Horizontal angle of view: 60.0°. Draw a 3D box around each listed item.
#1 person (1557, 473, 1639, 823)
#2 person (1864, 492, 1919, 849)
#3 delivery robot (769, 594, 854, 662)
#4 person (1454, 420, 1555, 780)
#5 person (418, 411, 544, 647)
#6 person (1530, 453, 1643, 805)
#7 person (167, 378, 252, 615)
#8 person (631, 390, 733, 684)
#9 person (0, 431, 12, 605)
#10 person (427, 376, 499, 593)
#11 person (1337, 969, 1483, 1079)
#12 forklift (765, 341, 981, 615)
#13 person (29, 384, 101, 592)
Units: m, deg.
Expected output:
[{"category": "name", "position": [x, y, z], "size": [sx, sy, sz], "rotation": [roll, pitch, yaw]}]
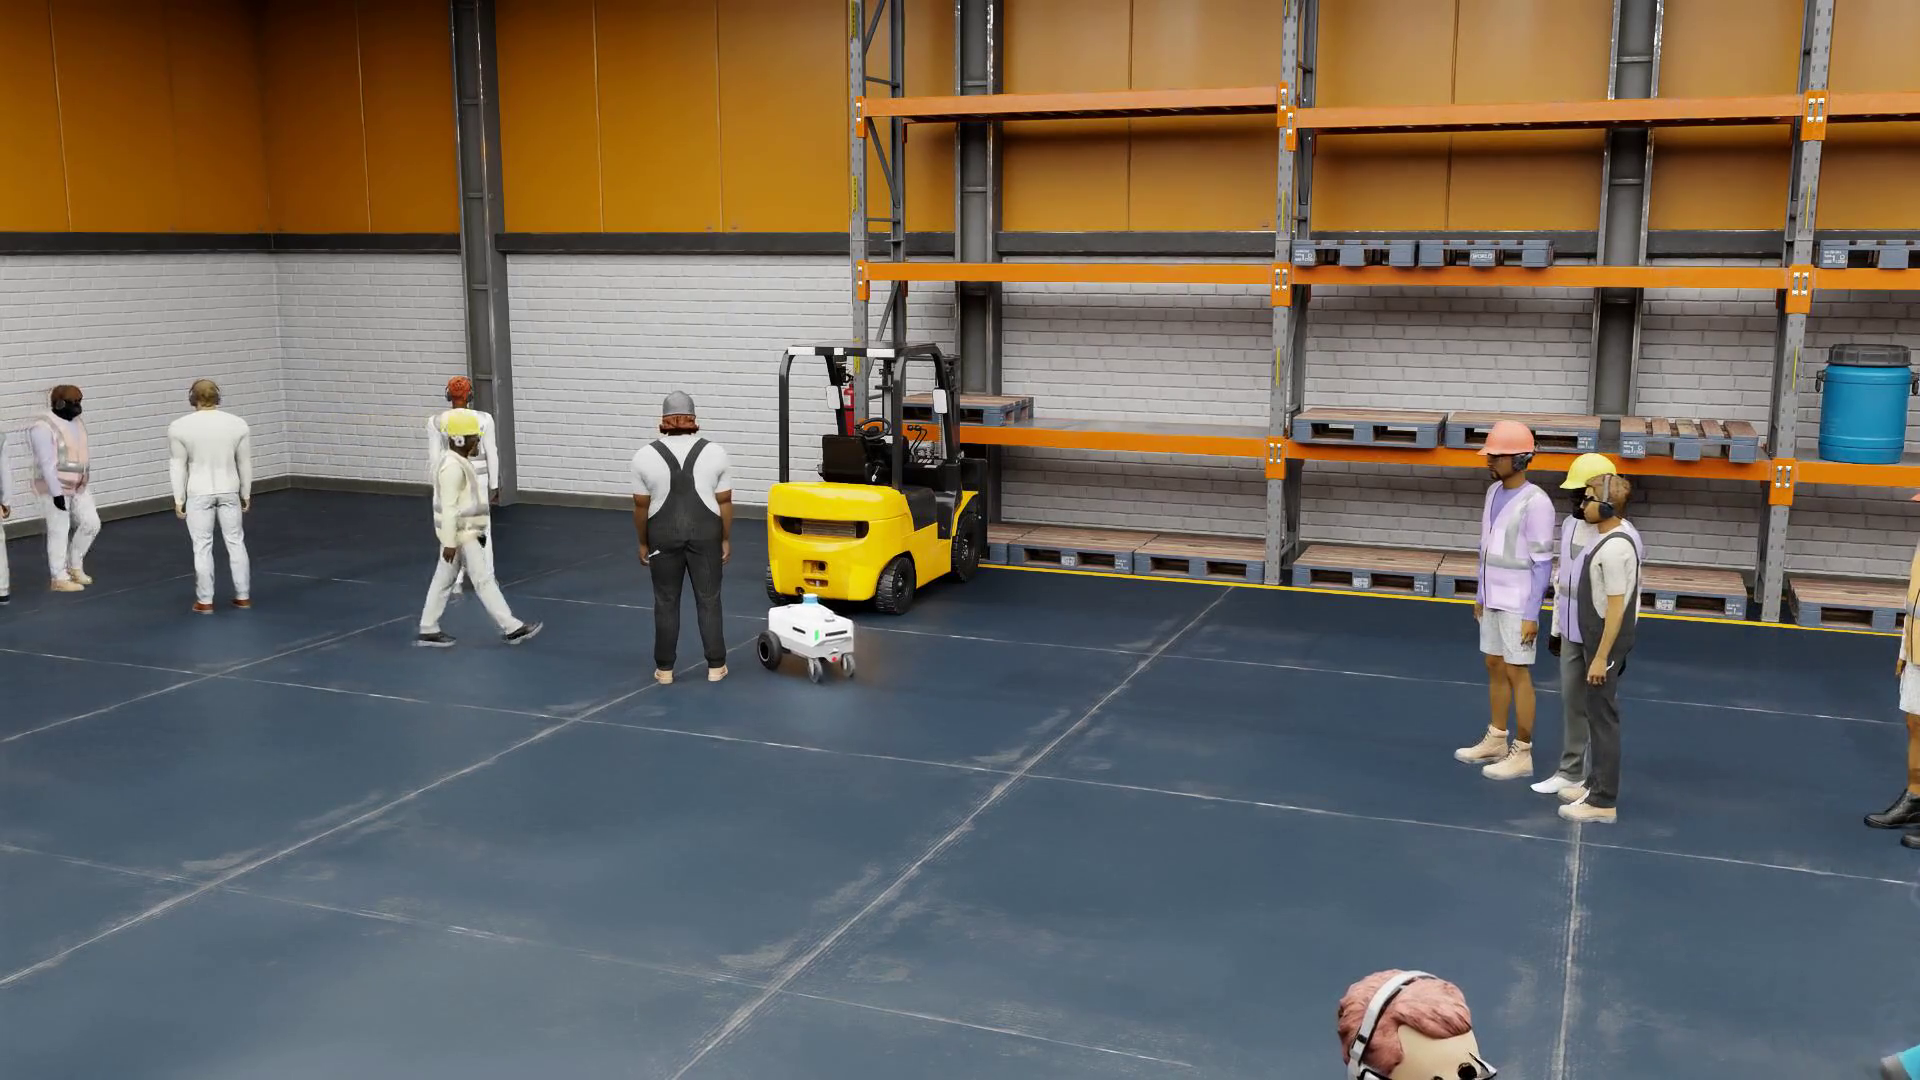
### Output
[{"category": "person", "position": [3.363, 0.563, 8.729], "size": [0.331, 1.844, 0.521], "rotation": [4, 11, 21]}, {"category": "person", "position": [4.897, 0.583, 8.358], "size": [0.361, 1.938, 0.546], "rotation": [-1, 10, -4]}, {"category": "delivery robot", "position": [-1.052, 0.622, 11.732], "size": [0.477, 0.478, 0.707], "rotation": [-7, 12, -35]}, {"category": "person", "position": [3.082, 0.338, 9.431], "size": [0.391, 2.041, 0.615], "rotation": [-2, 10, -11]}, {"category": "person", "position": [-3.655, -0.074, 12.437], "size": [0.944, 1.778, 0.618], "rotation": [-3, 11, -14]}, {"category": "person", "position": [3.354, 0.491, 8.899], "size": [0.384, 1.925, 0.593], "rotation": [-3, 11, -17]}, {"category": "person", "position": [-6.129, -0.358, 13.644], "size": [0.624, 1.930, 0.369], "rotation": [-8, 13, -38]}, {"category": "person", "position": [-1.909, -0.030, 11.485], "size": [0.679, 2.000, 0.537], "rotation": [-2, 10, -10]}, {"category": "person", "position": [-8.193, -0.335, 13.799], "size": [0.404, 1.826, 0.593], "rotation": [9, 14, 42]}, {"category": "person", "position": [-4.282, -0.473, 14.404], "size": [0.572, 1.880, 0.354], "rotation": [-2, 10, -11]}, {"category": "person", "position": [0.704, 1.611, 2.721], "size": [0.642, 1.908, 0.409], "rotation": [-9, 13, -40]}, {"category": "forklift", "position": [-0.739, -0.602, 14.246], "size": [1.214, 2.155, 2.313], "rotation": [4, 11, 21]}, {"category": "person", "position": [-7.775, -0.444, 14.441], "size": [0.437, 1.821, 0.632], "rotation": [2, 10, 9]}]
